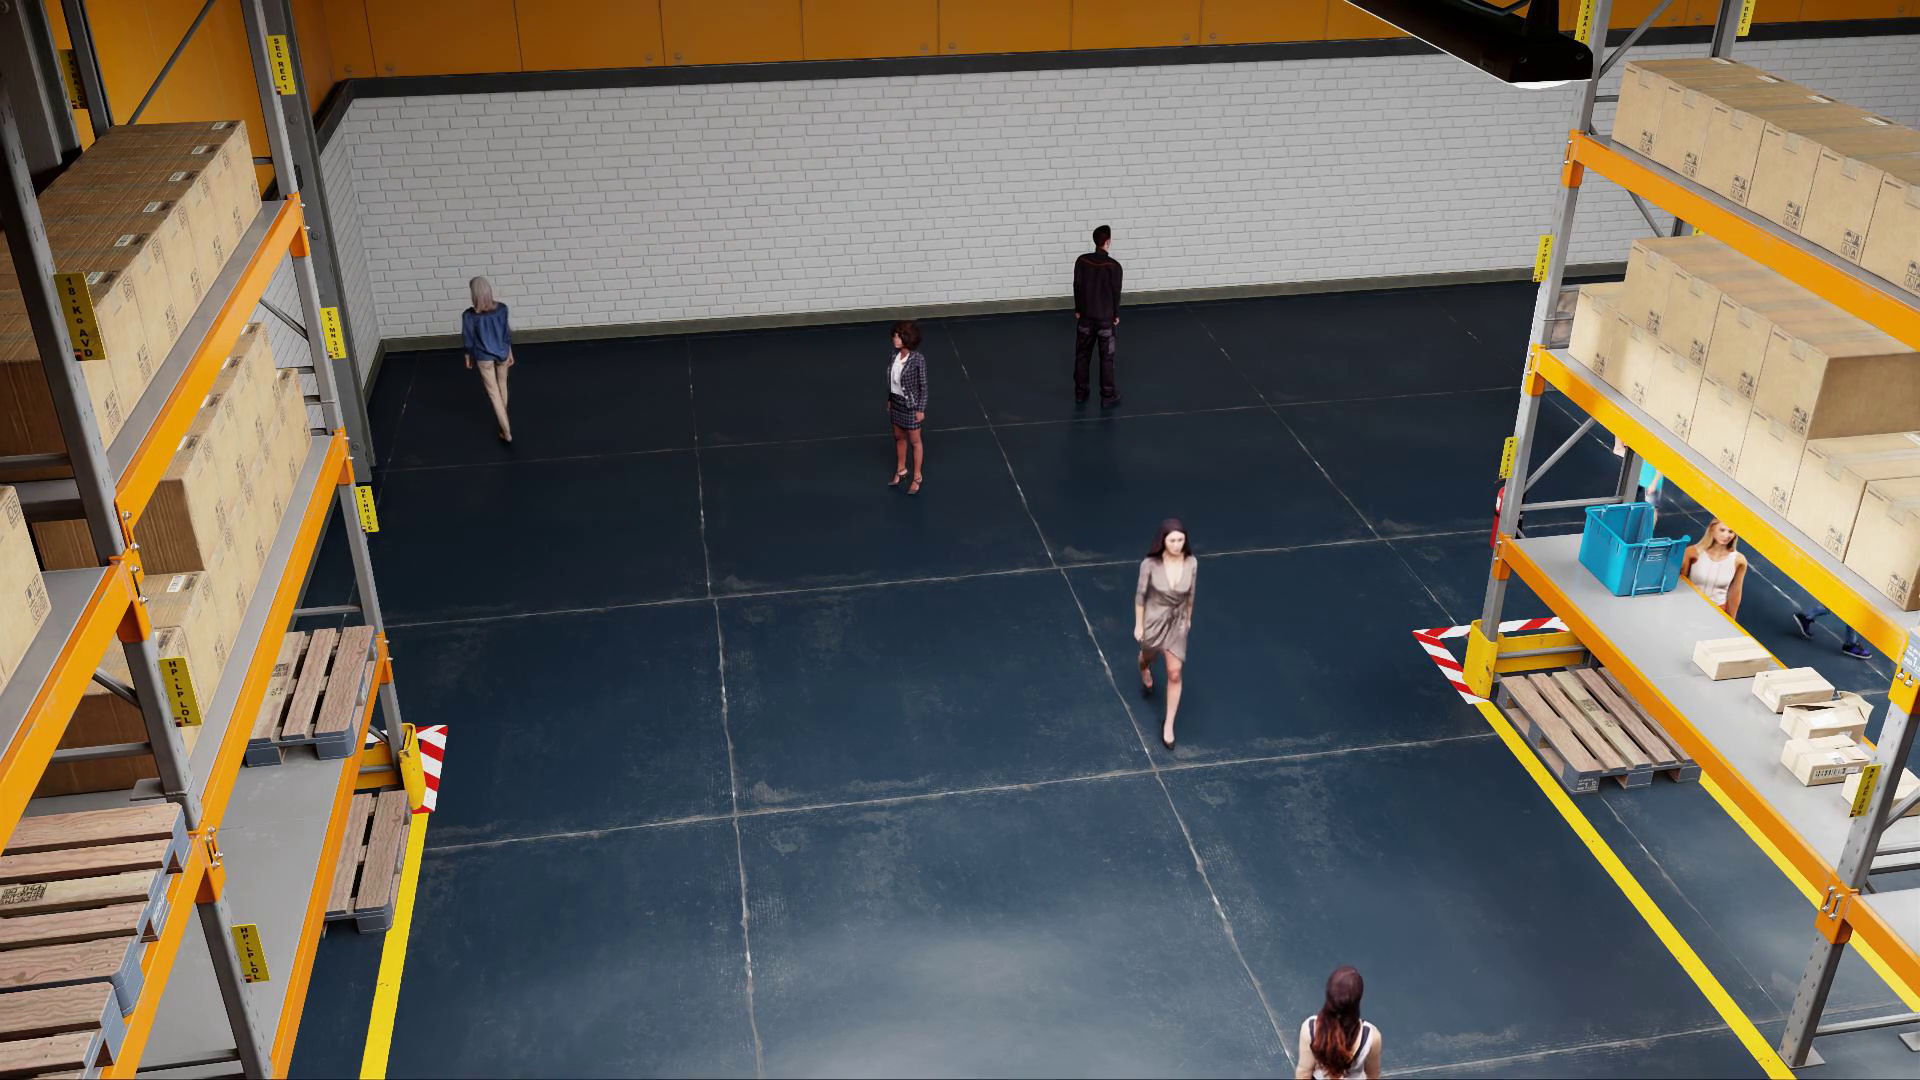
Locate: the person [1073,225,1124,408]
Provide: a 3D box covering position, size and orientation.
[{"bbox_3d":[1.430,-2.328,17.238,0.773,1.911,0.805,14,32,24],"label":"person"}]

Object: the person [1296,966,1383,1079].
[{"bbox_3d":[1.830,2.768,8.169,0.610,1.651,0.597,3,29,6],"label":"person"}]

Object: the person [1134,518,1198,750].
[{"bbox_3d":[1.454,0.592,12.097,0.668,1.709,1.120,-2,29,-4],"label":"person"}]

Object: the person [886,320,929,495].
[{"bbox_3d":[-0.495,-1.245,15.472,0.677,1.702,0.771,25,37,37],"label":"person"}]

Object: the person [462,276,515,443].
[{"bbox_3d":[-4.610,-1.764,16.454,0.879,1.671,1.055,-19,34,-30],"label":"person"}]

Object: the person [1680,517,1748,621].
[{"bbox_3d":[5.339,0.579,12.026,0.732,1.799,0.755,9,30,16],"label":"person"}]
